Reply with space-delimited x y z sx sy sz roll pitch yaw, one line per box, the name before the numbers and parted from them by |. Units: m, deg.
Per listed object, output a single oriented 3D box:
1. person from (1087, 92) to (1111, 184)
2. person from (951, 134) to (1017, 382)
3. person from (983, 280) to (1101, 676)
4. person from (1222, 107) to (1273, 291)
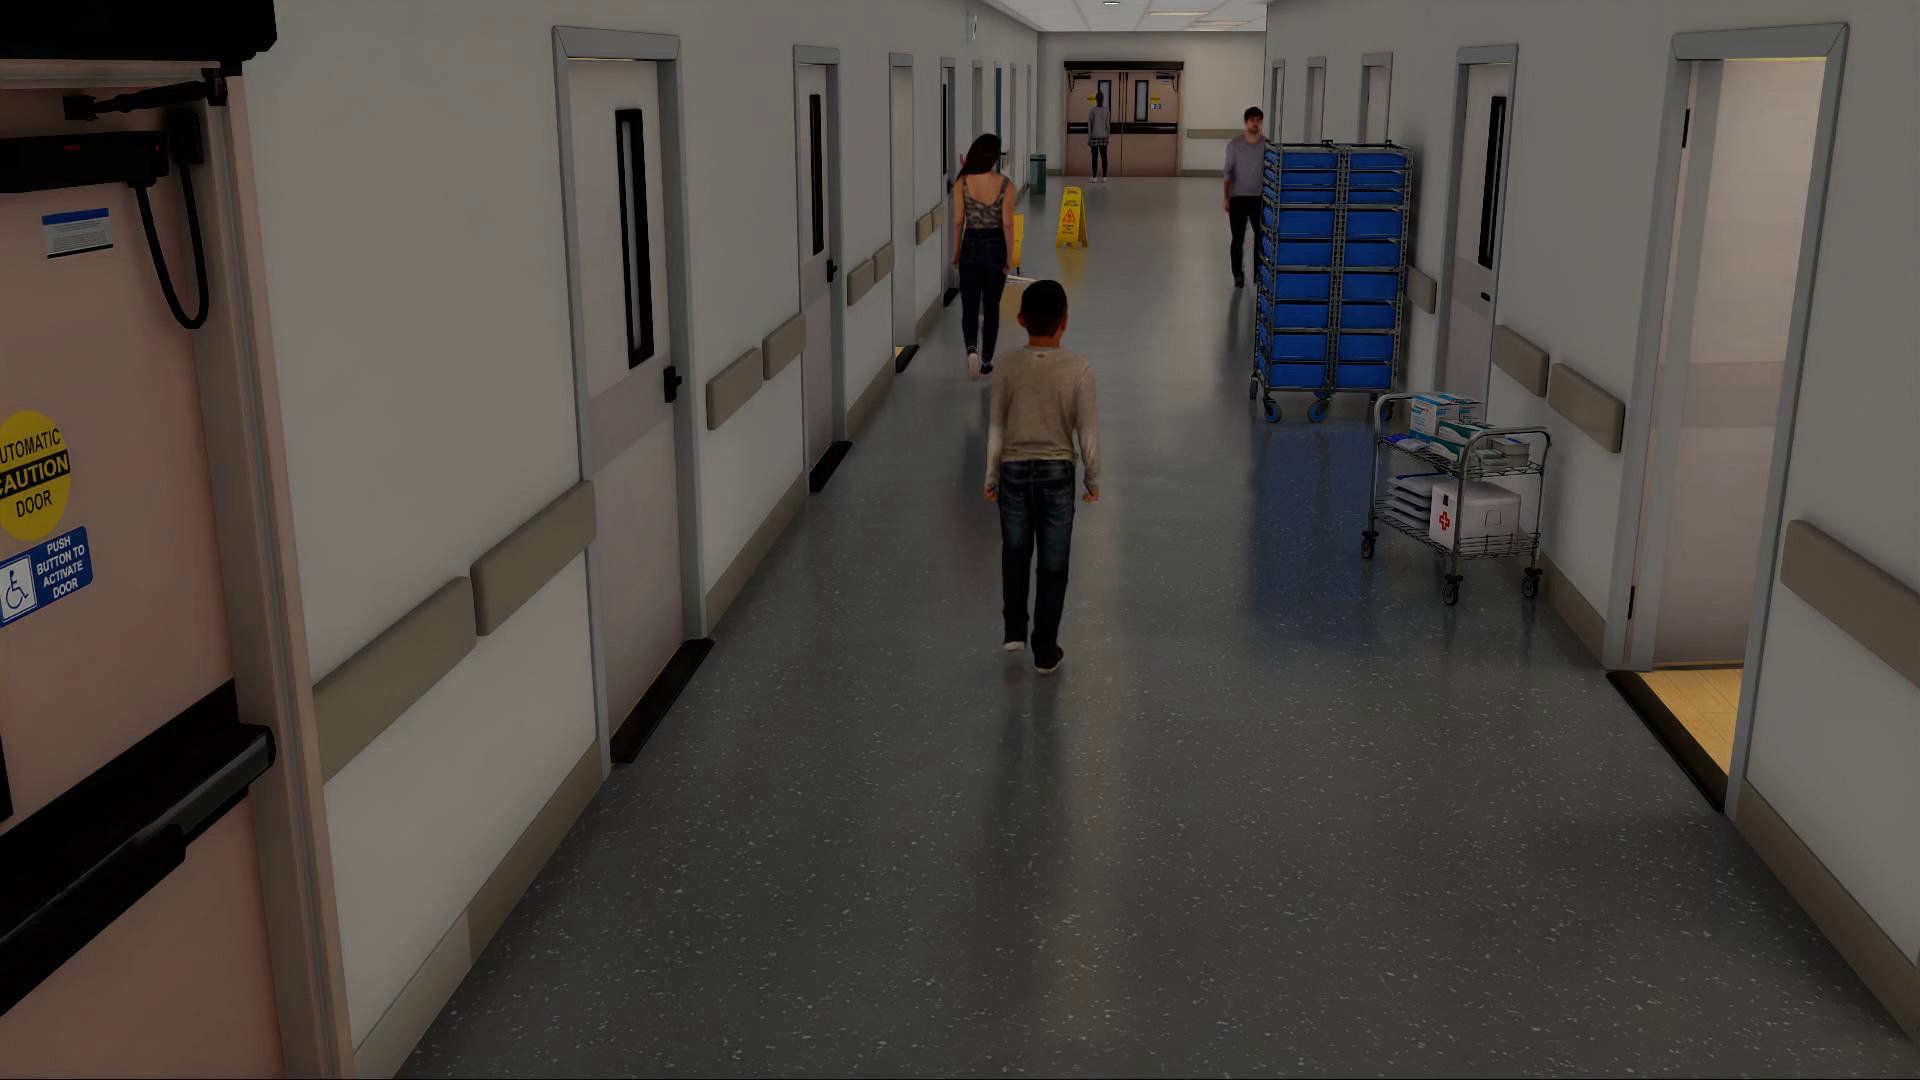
person | 2.808 -8.116 33.553 0.678 1.774 0.644 -4 16 -13
person | 0.151 -1.951 11.753 0.613 1.736 1.109 1 16 4
person | 0.270 -0.198 6.055 0.597 1.454 0.545 3 16 11
person | 2.936 -3.495 17.068 0.665 1.824 0.786 2 16 6
